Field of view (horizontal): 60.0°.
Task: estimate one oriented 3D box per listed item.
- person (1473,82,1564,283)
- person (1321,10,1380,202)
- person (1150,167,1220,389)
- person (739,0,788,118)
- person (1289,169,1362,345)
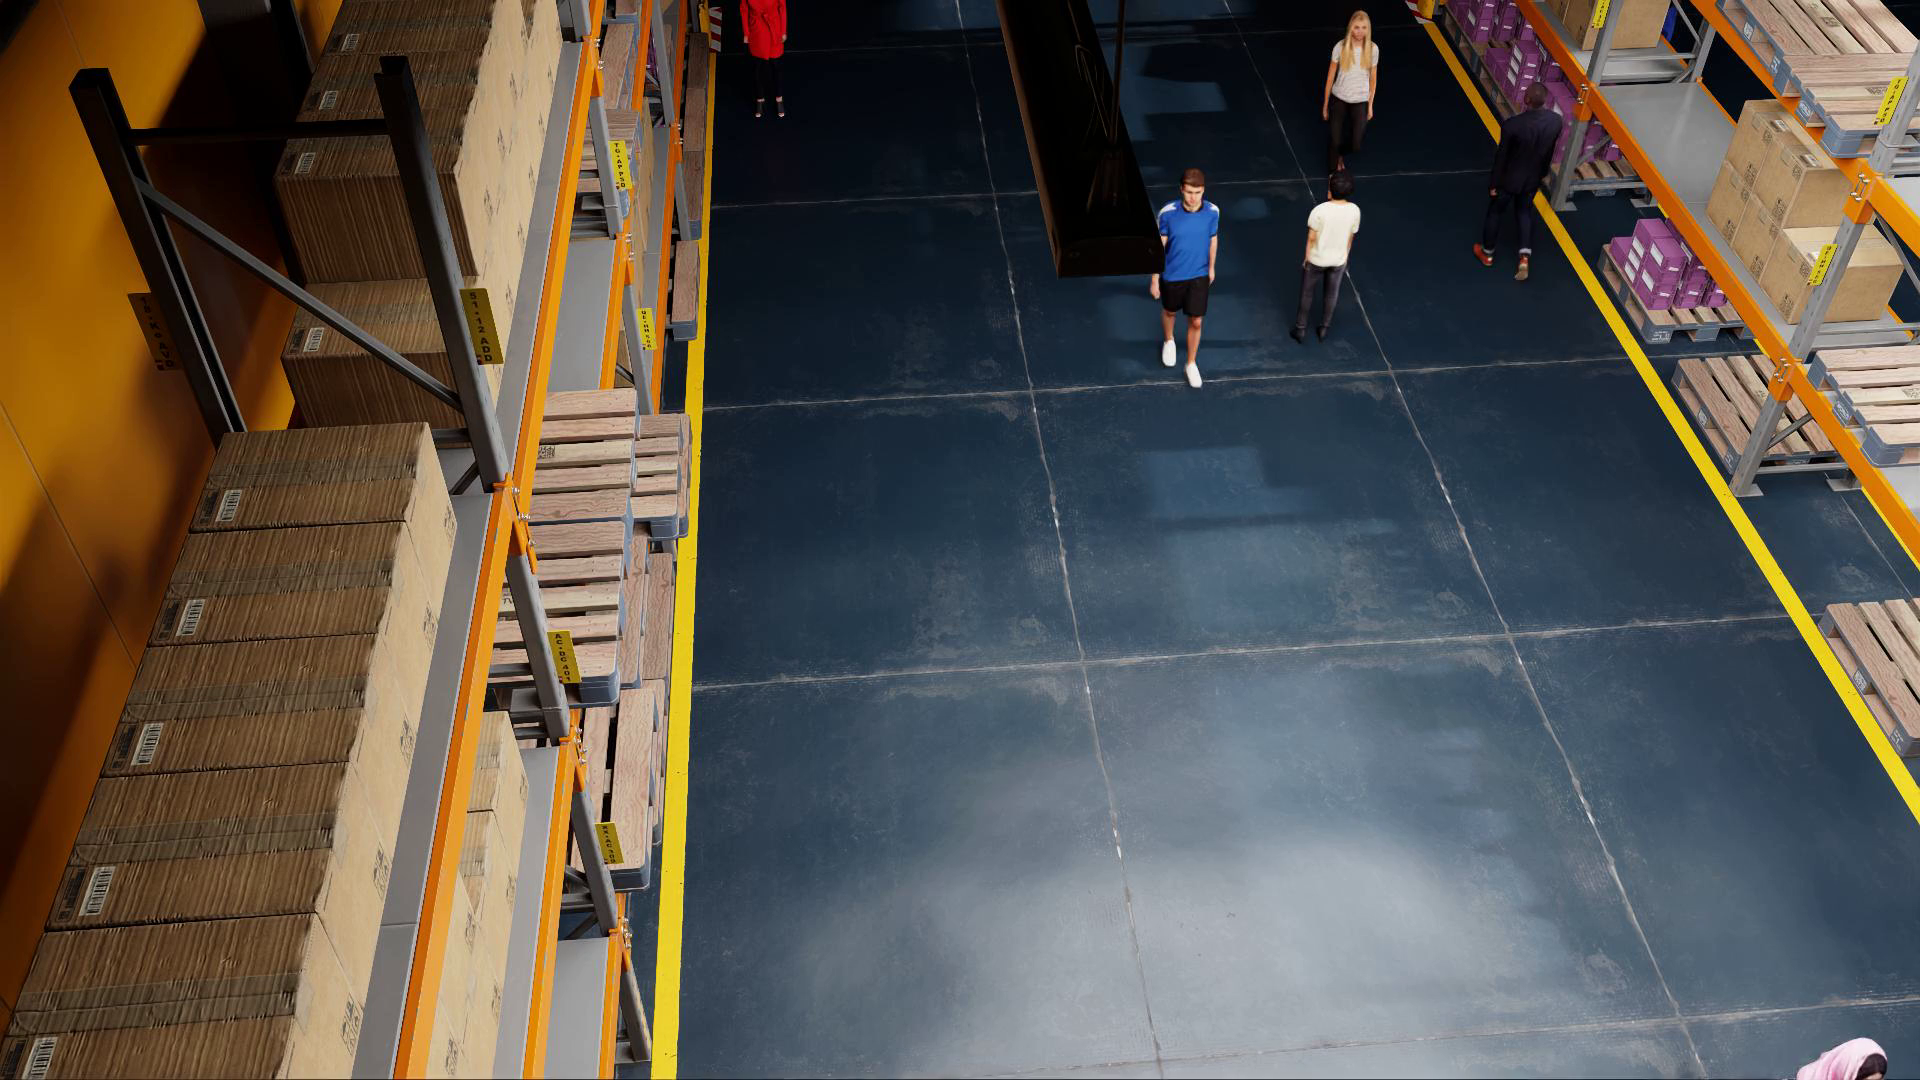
[{"bbox_3d":[4.794,-3.030,14.186,0.689,1.802,0.969,-5,44,-5],"label":"person"},{"bbox_3d":[3.534,-4.020,15.212,0.684,1.820,0.774,2,44,2],"label":"person"},{"bbox_3d":[1.779,-2.196,13.277,0.711,1.847,0.928,-2,44,-2],"label":"person"},{"bbox_3d":[-1.909,-4.968,16.259,0.621,1.748,0.616,0,44,0],"label":"person"},{"bbox_3d":[2.997,-2.293,13.570,0.596,1.585,0.485,-6,44,-7],"label":"person"}]
